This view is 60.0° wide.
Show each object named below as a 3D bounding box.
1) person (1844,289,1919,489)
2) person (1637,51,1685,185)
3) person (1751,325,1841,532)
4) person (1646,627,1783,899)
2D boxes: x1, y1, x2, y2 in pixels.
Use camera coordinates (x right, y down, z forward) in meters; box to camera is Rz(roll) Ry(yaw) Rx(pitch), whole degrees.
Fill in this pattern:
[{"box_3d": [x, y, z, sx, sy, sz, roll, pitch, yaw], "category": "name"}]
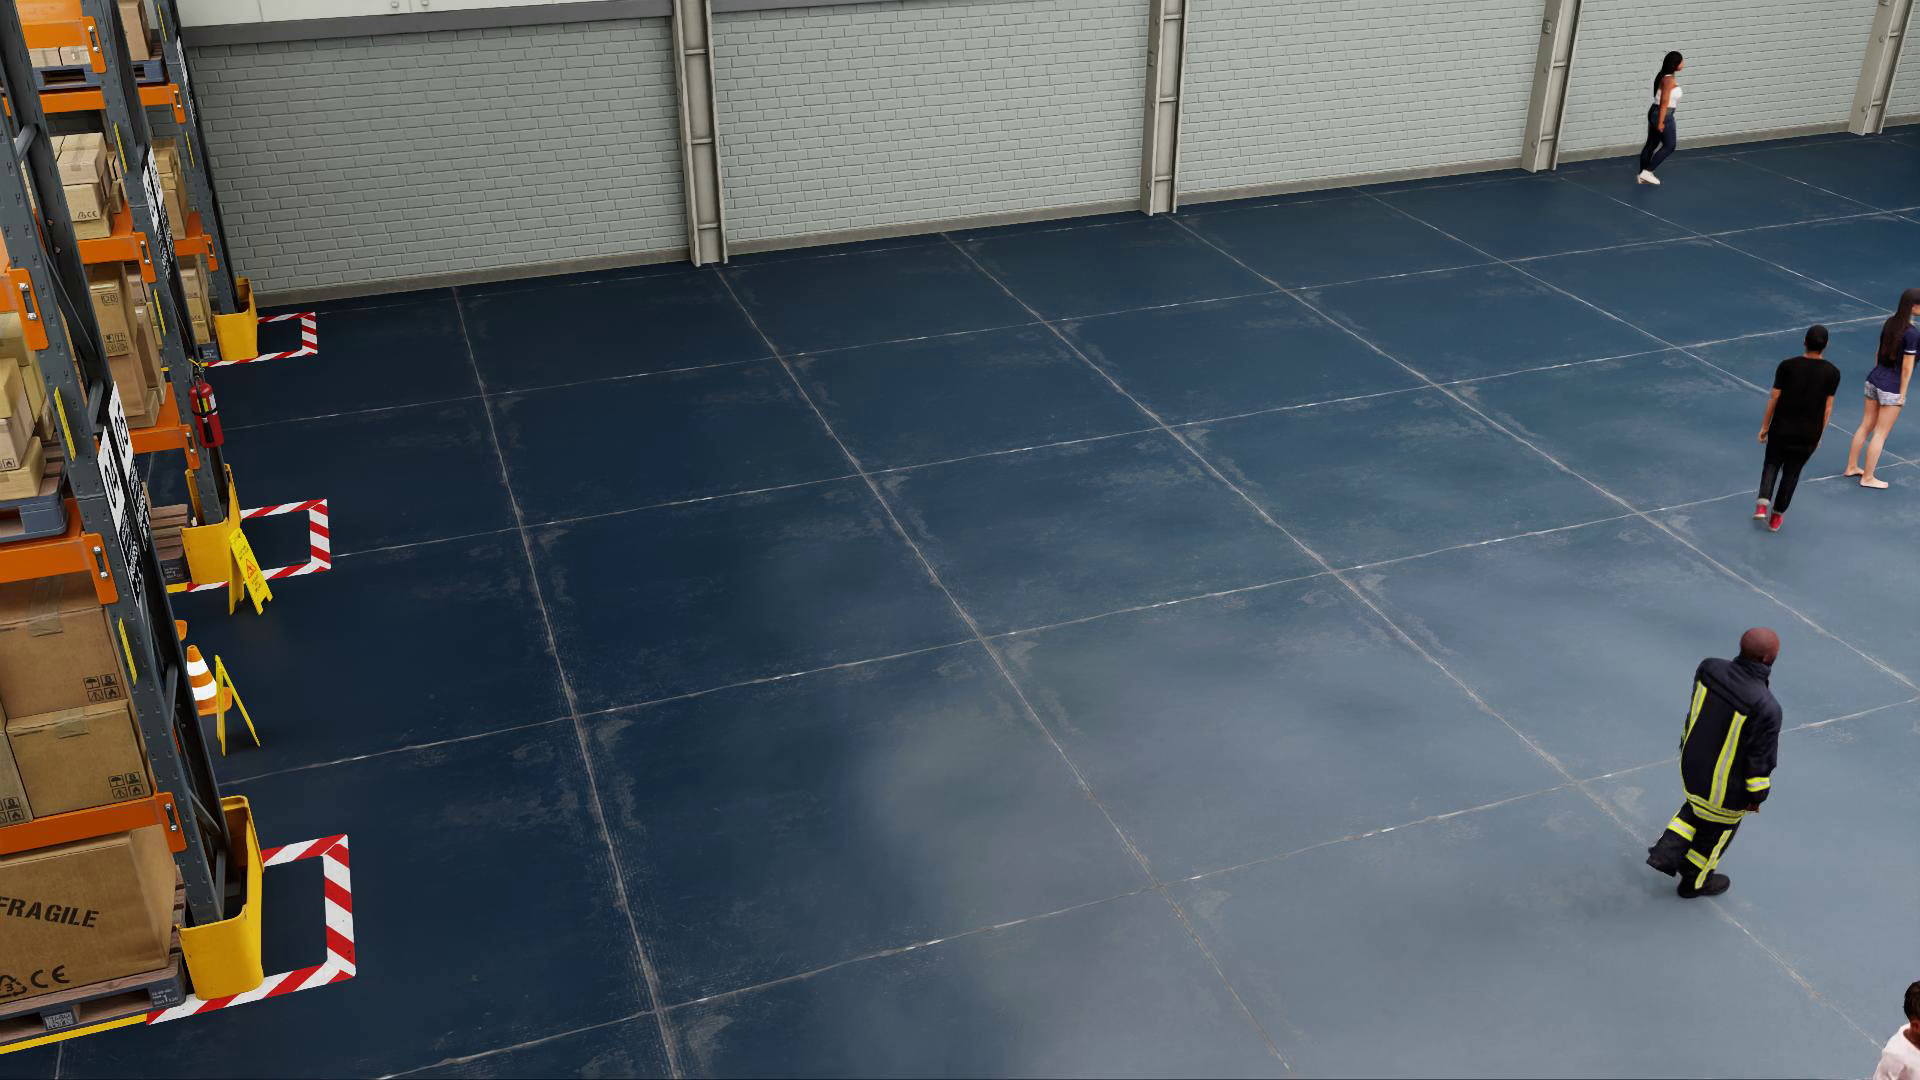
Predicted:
[{"box_3d": [8.004, -1.320, 14.360, 0.608, 1.766, 0.625, -2, 28, -4], "category": "person"}, {"box_3d": [9.409, -5.704, 22.558, 0.808, 1.798, 0.782, 5, 28, 10], "category": "person"}, {"box_3d": [6.774, -0.842, 13.497, 0.821, 1.733, 0.884, 16, 32, 27], "category": "person"}, {"box_3d": [4.258, 1.281, 9.428, 0.835, 1.811, 0.728, -10, 29, -17], "category": "person"}]
